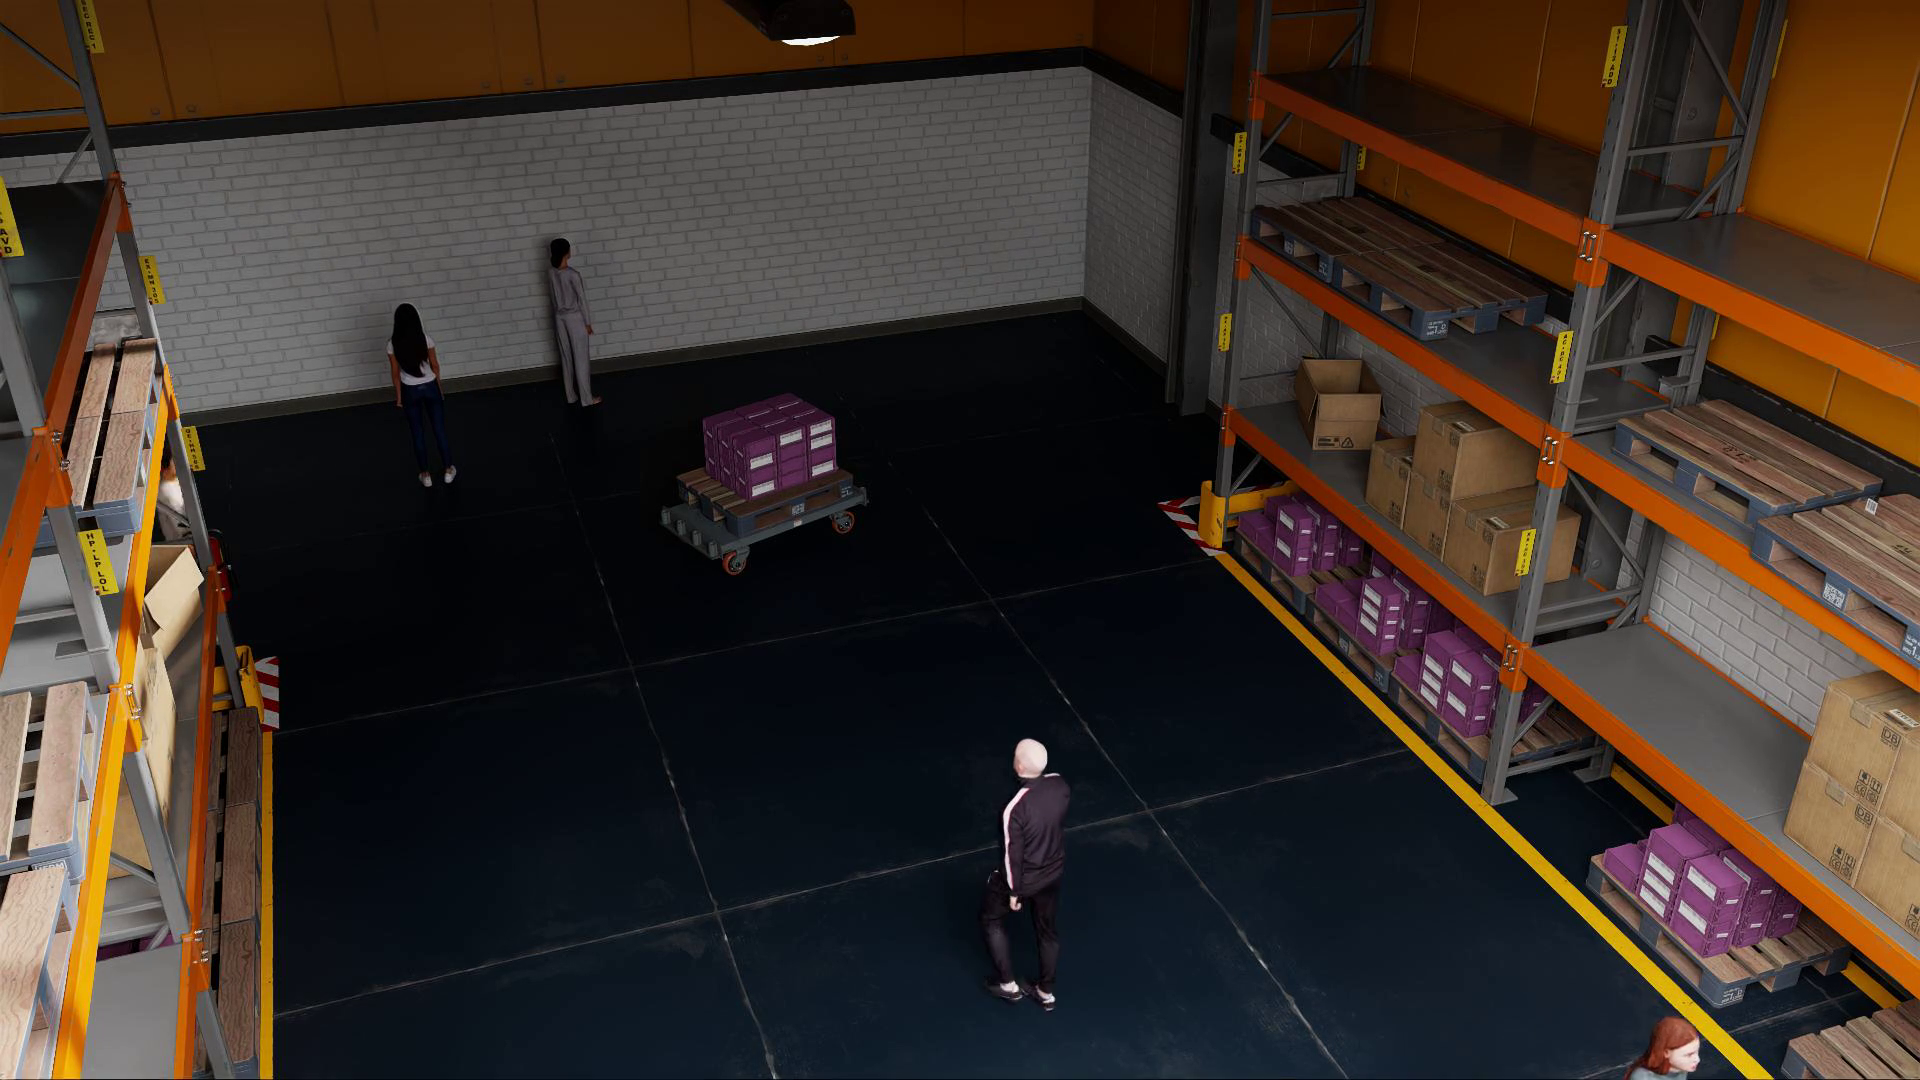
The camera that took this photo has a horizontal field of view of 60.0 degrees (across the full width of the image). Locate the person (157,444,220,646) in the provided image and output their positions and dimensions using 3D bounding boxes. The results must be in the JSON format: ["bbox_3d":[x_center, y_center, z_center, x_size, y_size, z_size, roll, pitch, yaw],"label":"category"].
[{"bbox_3d":[-6.013,0.087,12.723,0.759,1.791,0.582,-15,32,-25],"label":"person"}]

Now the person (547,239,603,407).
[{"bbox_3d":[-3.971,-2.220,16.969,0.665,1.774,0.737,15,32,25],"label":"person"}]

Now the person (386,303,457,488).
[{"bbox_3d":[-4.977,-1.337,15.350,0.588,1.774,0.514,-9,30,-16],"label":"person"}]

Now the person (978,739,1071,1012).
[{"bbox_3d":[0.460,1.931,9.311,0.775,1.821,0.779,-21,35,-33],"label":"person"}]

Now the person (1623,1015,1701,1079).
[{"bbox_3d":[3.068,2.848,7.760,0.776,1.695,1.228,-18,33,-29],"label":"person"}]
